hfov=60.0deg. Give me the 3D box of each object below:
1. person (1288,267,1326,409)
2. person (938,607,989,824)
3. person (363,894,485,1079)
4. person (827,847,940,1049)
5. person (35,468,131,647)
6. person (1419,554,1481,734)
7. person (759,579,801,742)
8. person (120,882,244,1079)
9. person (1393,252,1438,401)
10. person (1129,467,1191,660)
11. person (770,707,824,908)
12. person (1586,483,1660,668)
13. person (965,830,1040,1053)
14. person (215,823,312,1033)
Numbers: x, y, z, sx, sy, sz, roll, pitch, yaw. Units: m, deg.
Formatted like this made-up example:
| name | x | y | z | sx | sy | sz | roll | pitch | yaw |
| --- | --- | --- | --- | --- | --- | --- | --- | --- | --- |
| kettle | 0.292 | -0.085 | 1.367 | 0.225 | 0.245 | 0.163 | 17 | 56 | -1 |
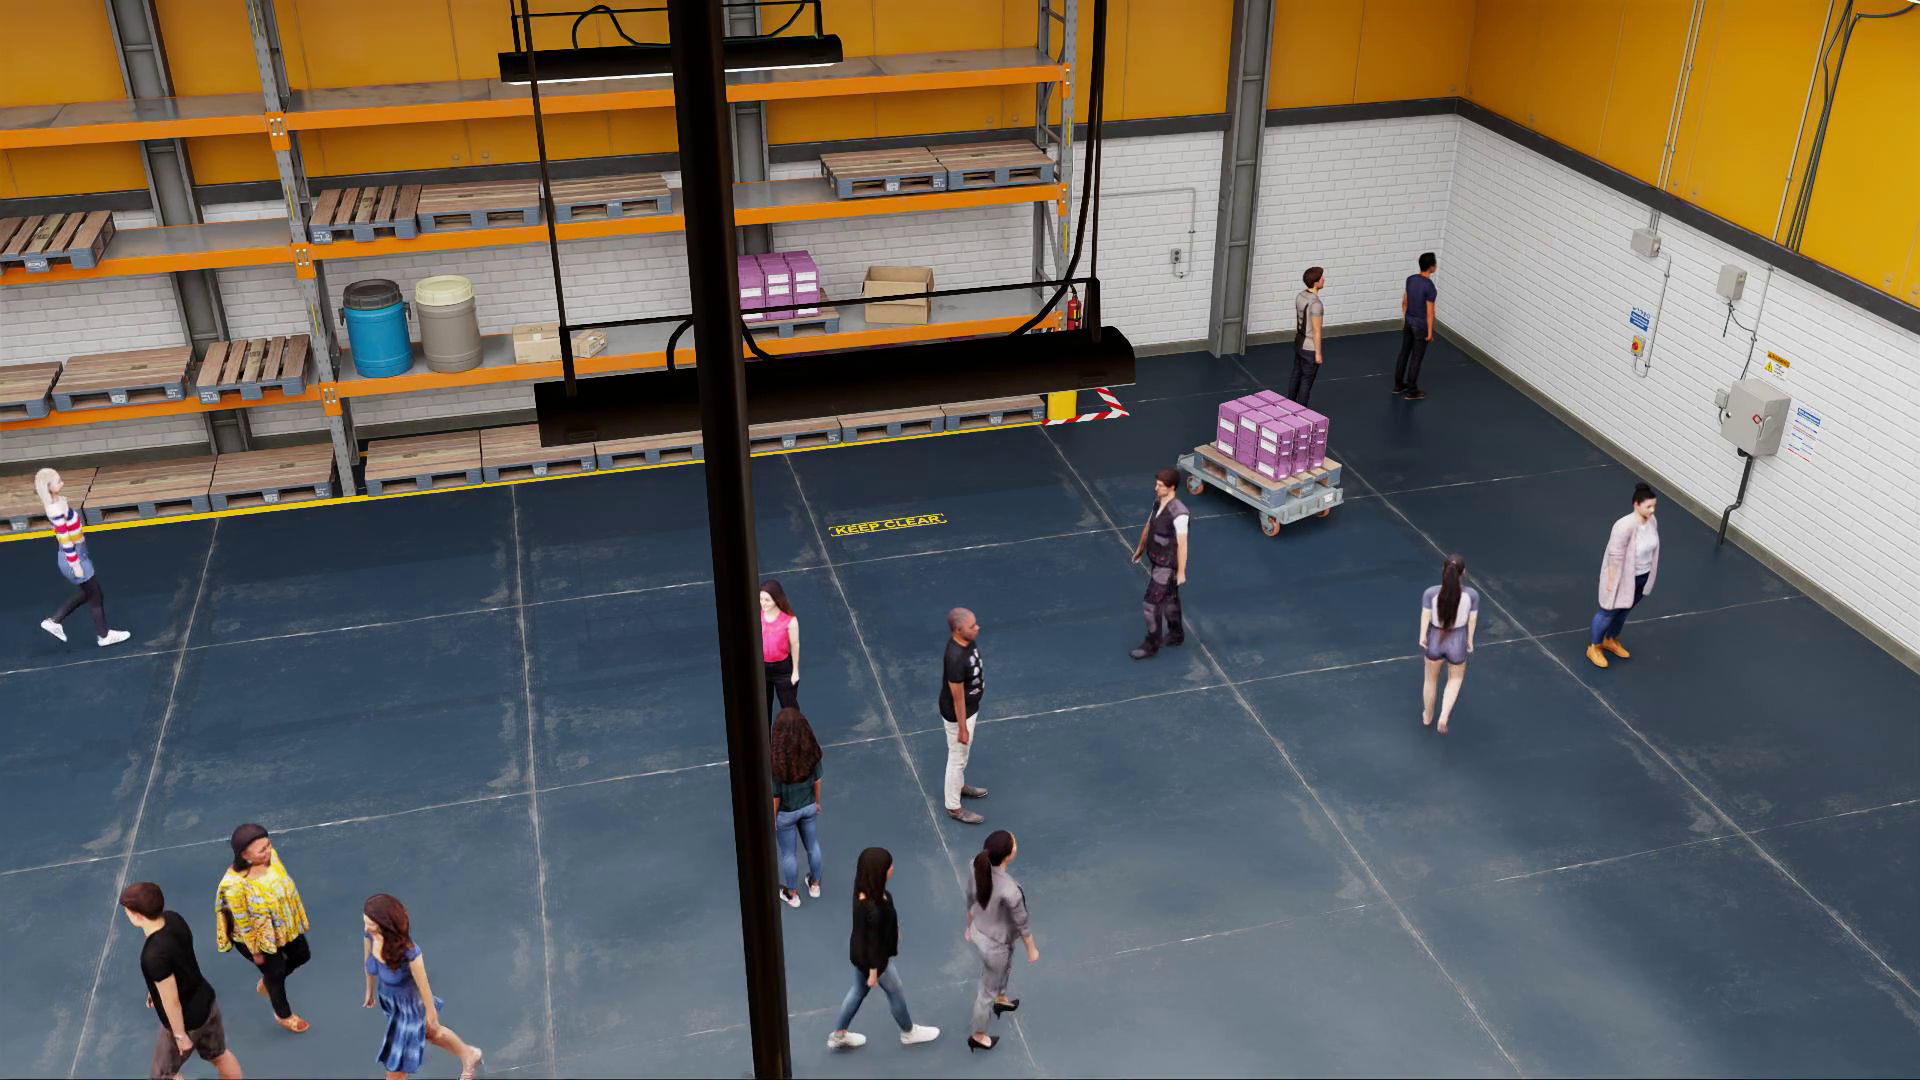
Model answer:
| name | x | y | z | sx | sy | sz | roll | pitch | yaw |
| --- | --- | --- | --- | --- | --- | --- | --- | --- | --- |
| person | 3.993 | -2.236 | 19.108 | 0.557 | 1.897 | 0.637 | -8 | 30 | -15 |
| person | 0.001 | 1.303 | 12.716 | 0.732 | 1.805 | 0.739 | 4 | 29 | 7 |
| person | -3.263 | 2.814 | 9.996 | 1.081 | 1.758 | 1.242 | 21 | 35 | 33 |
| person | -0.615 | 2.606 | 10.520 | 0.961 | 1.621 | 0.616 | -10 | 30 | -18 |
| person | -7.945 | 0.190 | 14.768 | 0.968 | 1.794 | 0.761 | -13 | 31 | -23 |
| person | 3.987 | 0.898 | 13.635 | 0.799 | 1.637 | 0.845 | 8 | 30 | 14 |
| person | -1.492 | 1.055 | 13.323 | 0.605 | 1.660 | 0.716 | 7 | 29 | 13 |
| person | -4.528 | 2.802 | 9.934 | 0.870 | 1.839 | 0.726 | -5 | 29 | -9 |
| person | 5.439 | -2.567 | 19.826 | 0.610 | 1.790 | 0.700 | -15 | 32 | -25 |
| person | 1.920 | 0.172 | 14.766 | 0.785 | 1.828 | 0.638 | -7 | 29 | -12 |
| person | -1.177 | 1.895 | 11.829 | 0.619 | 1.616 | 0.728 | -16 | 33 | -27 |
| person | 5.861 | 0.288 | 14.643 | 0.663 | 1.743 | 0.817 | -17 | 33 | -28 |
| person | 0.148 | 2.586 | 10.520 | 0.861 | 1.657 | 0.762 | -17 | 33 | -28 |
| person | -4.526 | 2.500 | 10.691 | 0.914 | 1.642 | 0.868 | 6 | 29 | 12 |
